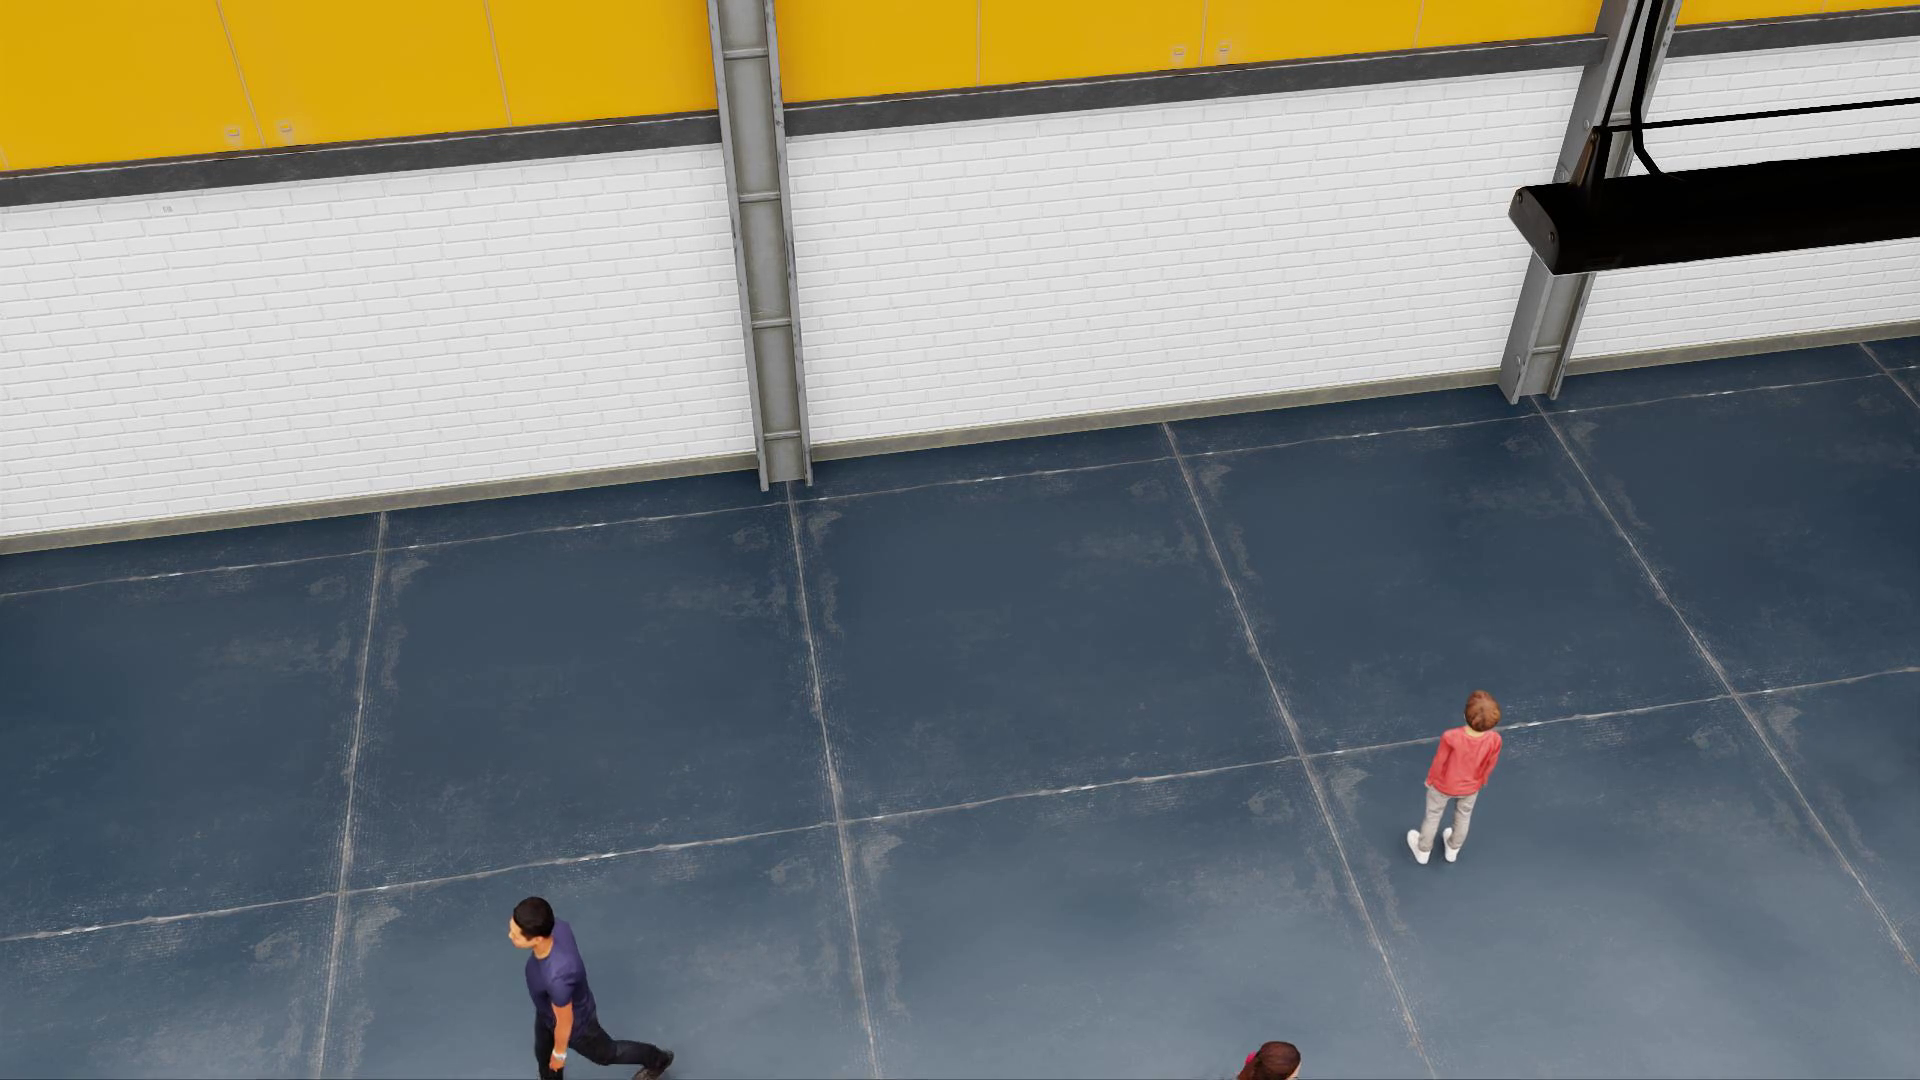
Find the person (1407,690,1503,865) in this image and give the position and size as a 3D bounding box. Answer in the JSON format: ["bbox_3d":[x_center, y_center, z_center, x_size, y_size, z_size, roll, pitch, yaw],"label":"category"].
[{"bbox_3d":[2.897,1.391,9.672,0.474,1.417,0.610,0,44,0],"label":"person"}]

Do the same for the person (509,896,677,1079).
[{"bbox_3d":[-1.884,2.367,8.401,1.214,1.757,0.903,-20,47,-20],"label":"person"}]

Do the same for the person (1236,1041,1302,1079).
[{"bbox_3d":[1.341,2.868,8.048,1.084,1.519,0.702,-15,46,-15],"label":"person"}]
